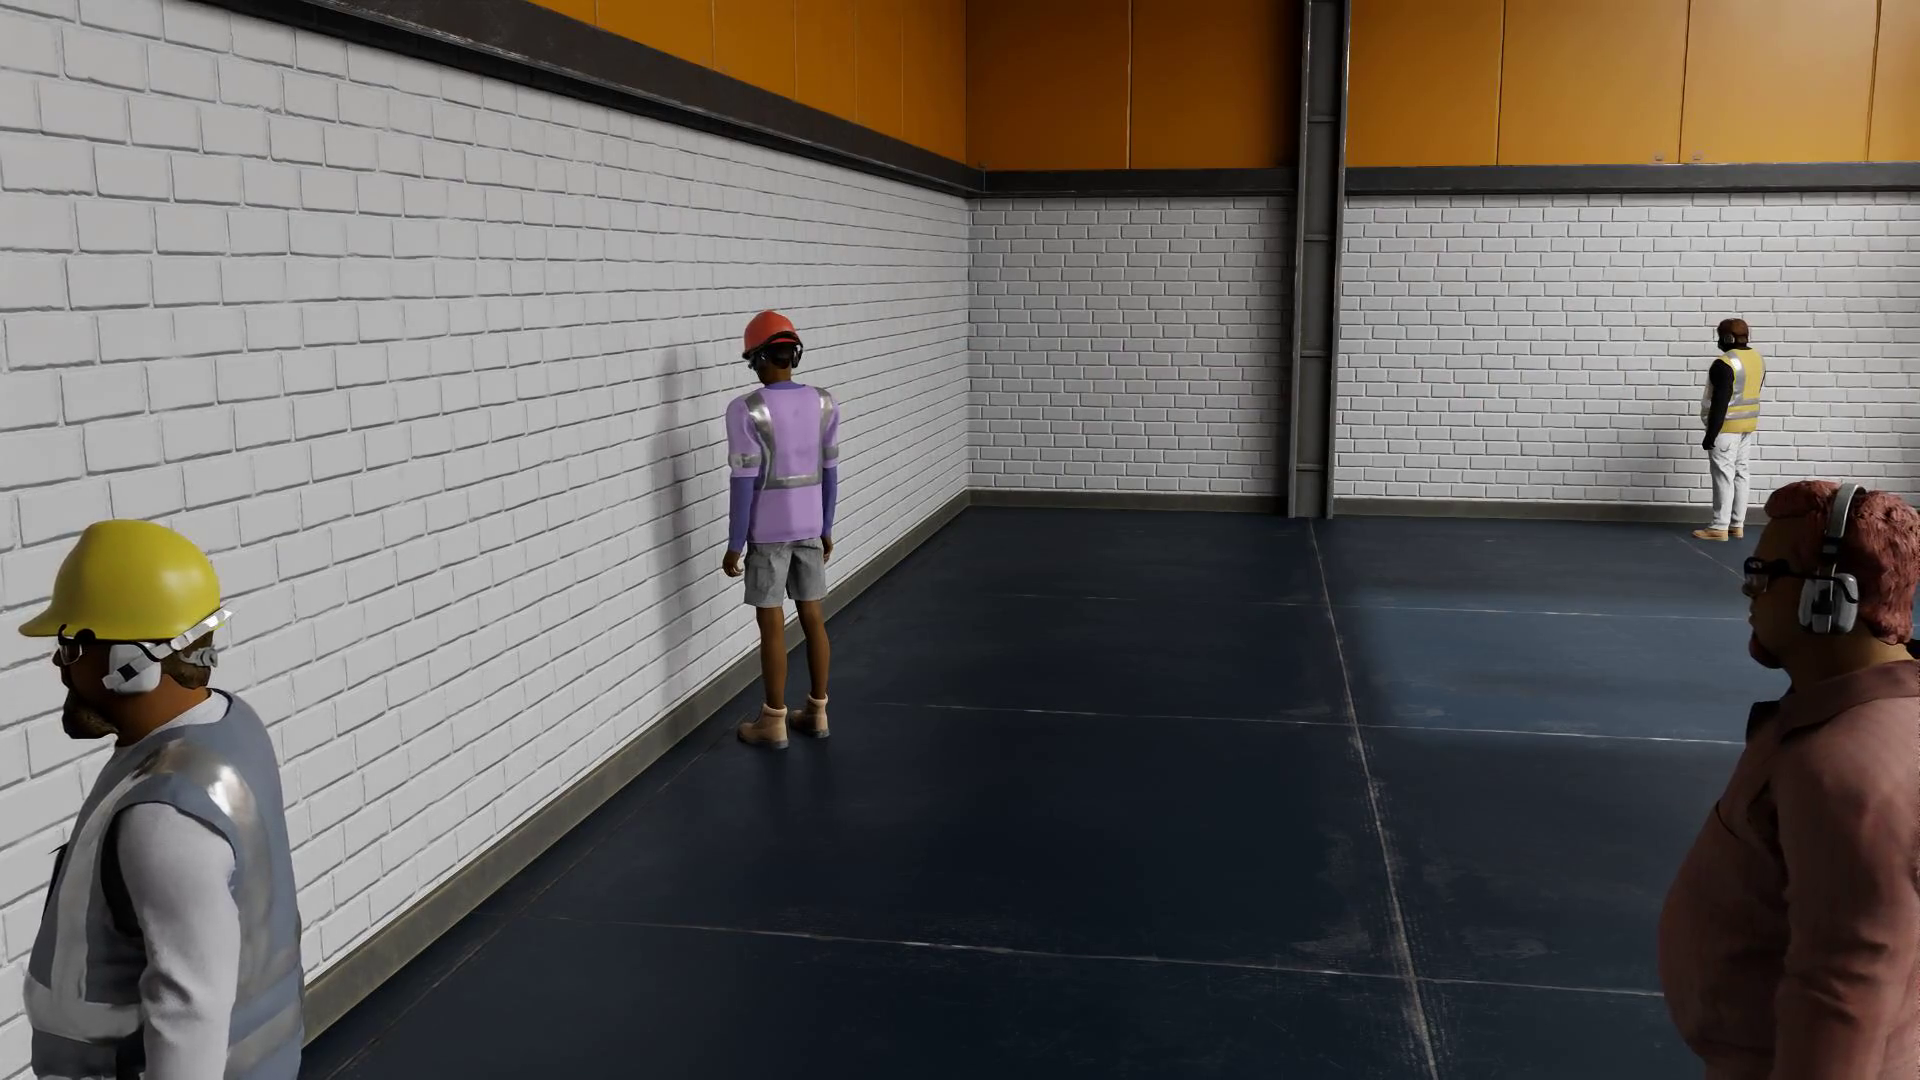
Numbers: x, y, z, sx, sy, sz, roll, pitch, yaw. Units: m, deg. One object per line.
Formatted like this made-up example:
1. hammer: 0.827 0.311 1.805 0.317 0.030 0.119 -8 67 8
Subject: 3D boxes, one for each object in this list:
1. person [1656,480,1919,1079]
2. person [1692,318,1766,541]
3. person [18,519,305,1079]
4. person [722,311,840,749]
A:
1. person: 1.291 0.856 2.588 0.409 1.907 0.651 6 11 32
2. person: 6.354 -0.912 13.770 0.622 1.842 0.429 -7 11 -37
3. person: -1.275 0.874 2.703 0.403 1.834 0.588 -3 10 -19
4. person: -0.851 -0.045 7.788 0.605 2.034 0.390 -8 12 -41
